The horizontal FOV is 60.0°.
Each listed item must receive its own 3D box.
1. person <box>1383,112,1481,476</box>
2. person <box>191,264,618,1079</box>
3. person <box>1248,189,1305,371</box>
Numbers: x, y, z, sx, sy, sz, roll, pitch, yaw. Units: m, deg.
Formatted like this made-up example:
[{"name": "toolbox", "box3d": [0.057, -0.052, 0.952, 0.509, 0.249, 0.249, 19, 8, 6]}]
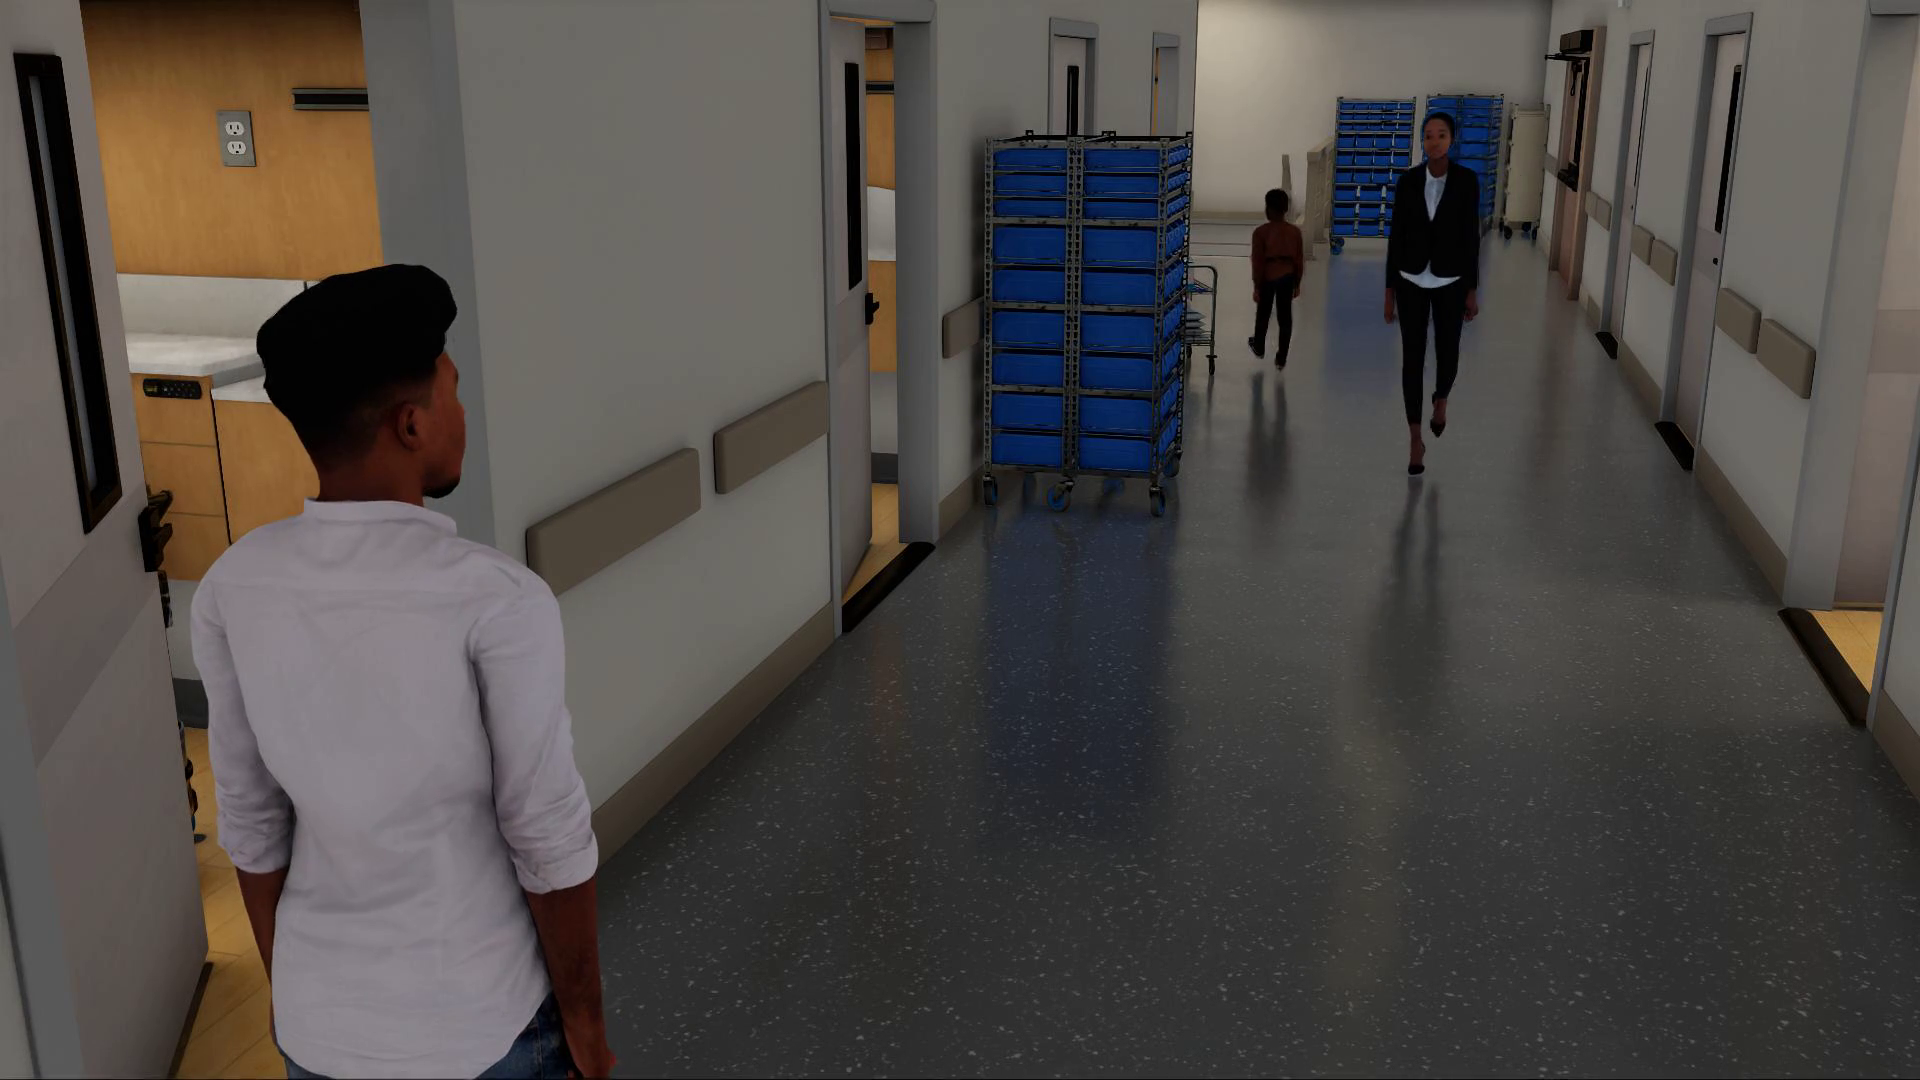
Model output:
[{"name": "person", "box3d": [2.442, -1.257, 8.562, 0.697, 1.823, 0.812, 7, 17, 24]}, {"name": "person", "box3d": [-0.704, 0.560, 2.145, 0.637, 1.809, 0.552, 3, 16, 12]}, {"name": "person", "box3d": [2.194, -1.763, 11.483, 0.740, 1.213, 0.982, -1, 16, -3]}]
